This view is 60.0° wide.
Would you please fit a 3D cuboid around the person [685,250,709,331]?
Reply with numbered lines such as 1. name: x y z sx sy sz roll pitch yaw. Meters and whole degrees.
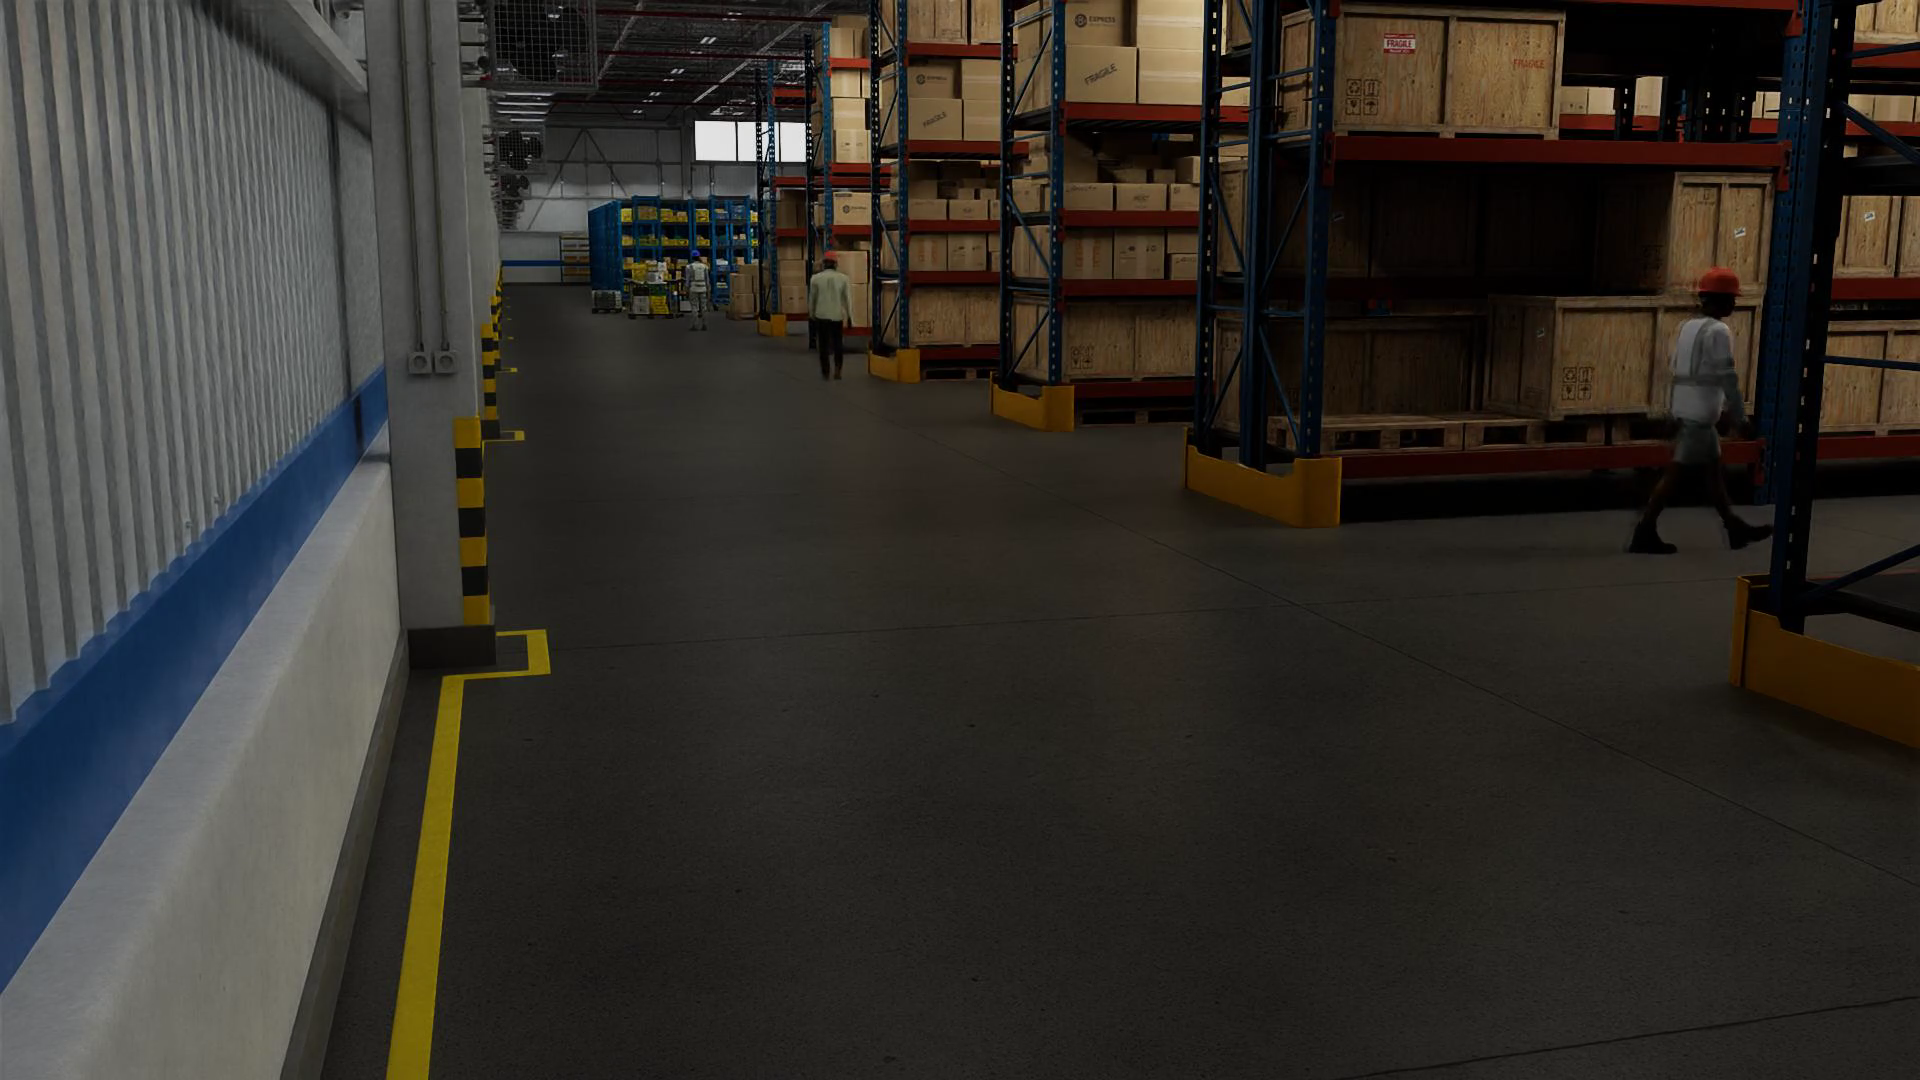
1. person: -6.313 -5.983 39.915 0.602 1.940 0.402 -7 12 -36

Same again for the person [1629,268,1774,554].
1. person: 4.917 -0.832 10.917 1.010 1.879 0.565 1 10 4

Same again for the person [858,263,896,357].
1. person: -1.434 -4.187 30.355 0.866 1.711 0.593 2 10 10

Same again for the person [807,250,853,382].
1. person: -1.959 -3.357 24.970 0.651 1.967 0.648 -2 10 -9
